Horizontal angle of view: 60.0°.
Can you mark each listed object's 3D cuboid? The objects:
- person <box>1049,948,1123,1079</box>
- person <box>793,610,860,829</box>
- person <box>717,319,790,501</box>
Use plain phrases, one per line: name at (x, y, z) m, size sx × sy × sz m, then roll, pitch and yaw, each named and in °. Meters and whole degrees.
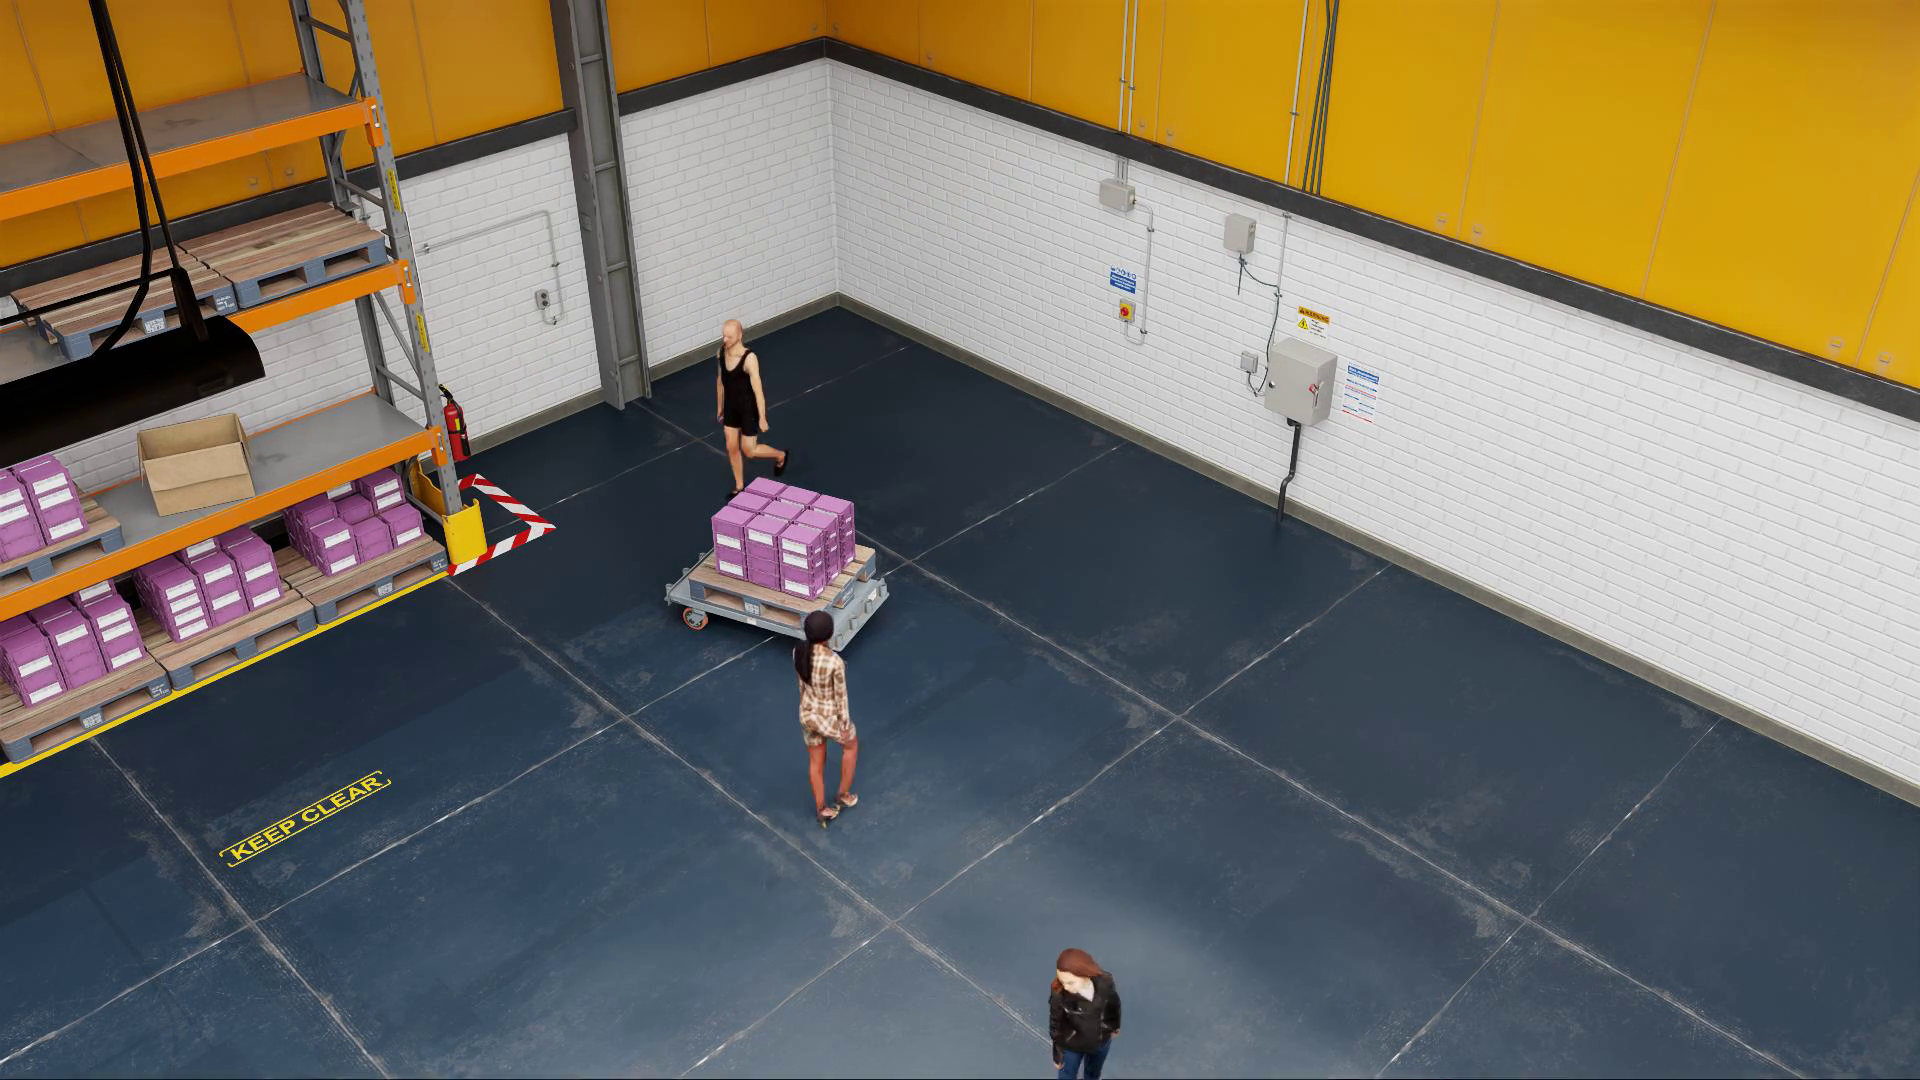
person at (0.733, 2.754, 9.359) m, size 0.620 × 1.462 × 0.806 m, roll -18°, pitch 38°, yaw -25°
person at (-0.967, 1.274, 11.298) m, size 0.663 × 1.781 × 0.689 m, roll 19°, pitch 38°, yaw 26°
person at (-1.889, -1.213, 15.027) m, size 0.740 × 1.795 × 0.927 m, roll 27°, pitch 42°, yaw 35°
